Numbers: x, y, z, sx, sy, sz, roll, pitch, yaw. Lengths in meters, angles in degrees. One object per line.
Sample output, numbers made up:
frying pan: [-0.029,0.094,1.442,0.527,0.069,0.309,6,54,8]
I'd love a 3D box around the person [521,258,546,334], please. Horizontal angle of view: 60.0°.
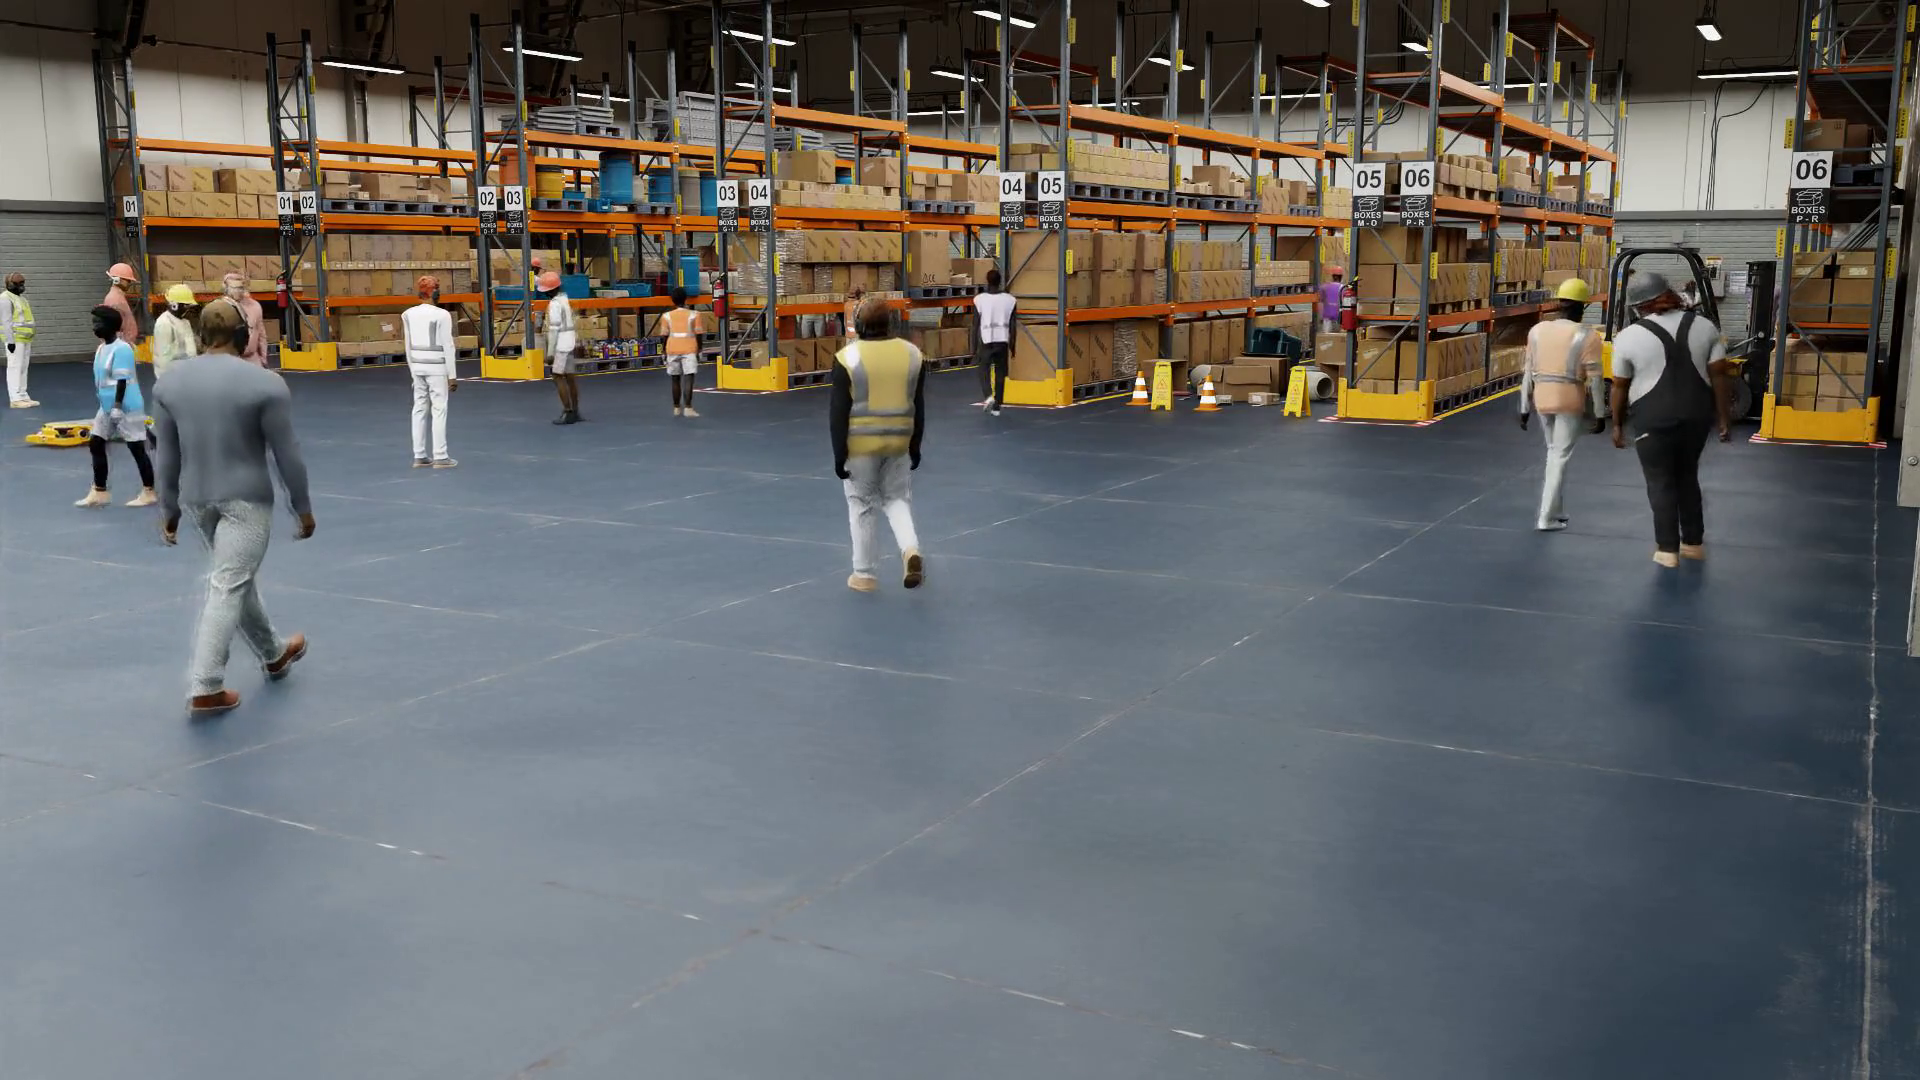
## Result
person: [-8.368,-4.532,32.793,0.605,2.035,0.389,8,12,38]

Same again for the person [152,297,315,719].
person: [-3.340,-0.180,7.751,0.649,1.878,1.033,2,10,10]

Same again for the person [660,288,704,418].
person: [-3.583,-2.399,21.390,0.549,1.666,0.614,0,10,-1]

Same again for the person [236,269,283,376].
person: [-11.976,-3.598,27.846,0.991,1.853,0.666,-7,12,-37]

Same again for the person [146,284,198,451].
person: [-7.955,-1.671,16.749,0.667,1.796,0.631,-1,10,-8]

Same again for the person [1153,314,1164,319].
person: [3.937,-4.301,32.079,0.512,1.821,0.797,6,12,33]

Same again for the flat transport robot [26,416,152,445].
flat transport robot: [-9.620,-1.243,18.691,0.652,0.197,1.431,5,11,28]

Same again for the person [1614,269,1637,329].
person: [13.105,-4.388,32.587,0.532,1.827,0.966,4,10,21]

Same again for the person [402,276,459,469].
person: [-5.183,-1.638,16.311,0.576,1.877,0.342,4,11,23]

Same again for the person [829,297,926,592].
person: [-0.495,-0.561,10.144,0.640,1.830,0.609,-5,11,-26]

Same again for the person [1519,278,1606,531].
person: [4.627,-1.023,12.634,0.751,1.898,0.611,-8,12,-38]

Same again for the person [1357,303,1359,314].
person: [9.681,-5.934,41.055,0.546,2.010,0.703,-3,10,-18]

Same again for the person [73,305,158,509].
person: [-6.950,-1.064,13.554,0.541,1.670,0.715,8,12,38]

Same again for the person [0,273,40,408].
person: [-12.927,-2.737,22.852,0.429,1.840,0.630,-2,10,-9]

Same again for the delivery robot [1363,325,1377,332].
delivery robot: [9.322,-4.633,37.436,0.707,0.478,0.477,-1,10,-7]

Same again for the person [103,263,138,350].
person: [-9.934,-2.281,19.758,0.393,1.985,0.611,-5,11,-26]

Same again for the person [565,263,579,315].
person: [-9.369,-5.671,39.807,0.612,1.913,0.989,7,12,37]

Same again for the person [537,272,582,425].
person: [-4.948,-2.375,20.633,0.397,1.893,0.731,0,10,2]

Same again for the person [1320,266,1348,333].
person: [7.092,-4.262,31.644,0.562,1.896,0.976,5,11,27]

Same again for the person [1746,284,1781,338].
person: [13.979,-3.807,28.893,0.588,1.918,0.397,5,11,26]

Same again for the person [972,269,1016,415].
person: [0.449,-2.560,21.621,0.602,1.902,0.444,-2,10,-10]

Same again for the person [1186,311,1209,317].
person: [4.772,-4.556,33.526,0.652,1.845,1.037,7,12,37]

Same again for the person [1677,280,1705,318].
person: [14.776,-4.457,33.645,0.514,1.593,0.865,-2,10,-9]

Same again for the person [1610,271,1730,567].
person: [4.745,-0.851,11.223,0.760,2.000,0.593,0,10,1]

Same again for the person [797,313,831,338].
person: [-2.602,-3.919,29.533,0.629,1.932,0.373,0,10,-2]

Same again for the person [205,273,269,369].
person: [-7.867,-1.955,18.144,0.665,1.881,0.427,-8,13,-41]

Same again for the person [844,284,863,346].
person: [-1.607,-3.113,25.649,0.307,1.637,0.511,-8,12,-38]

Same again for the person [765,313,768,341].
person: [-4.733,-5.678,40.699,0.503,1.623,0.434,3,10,19]
